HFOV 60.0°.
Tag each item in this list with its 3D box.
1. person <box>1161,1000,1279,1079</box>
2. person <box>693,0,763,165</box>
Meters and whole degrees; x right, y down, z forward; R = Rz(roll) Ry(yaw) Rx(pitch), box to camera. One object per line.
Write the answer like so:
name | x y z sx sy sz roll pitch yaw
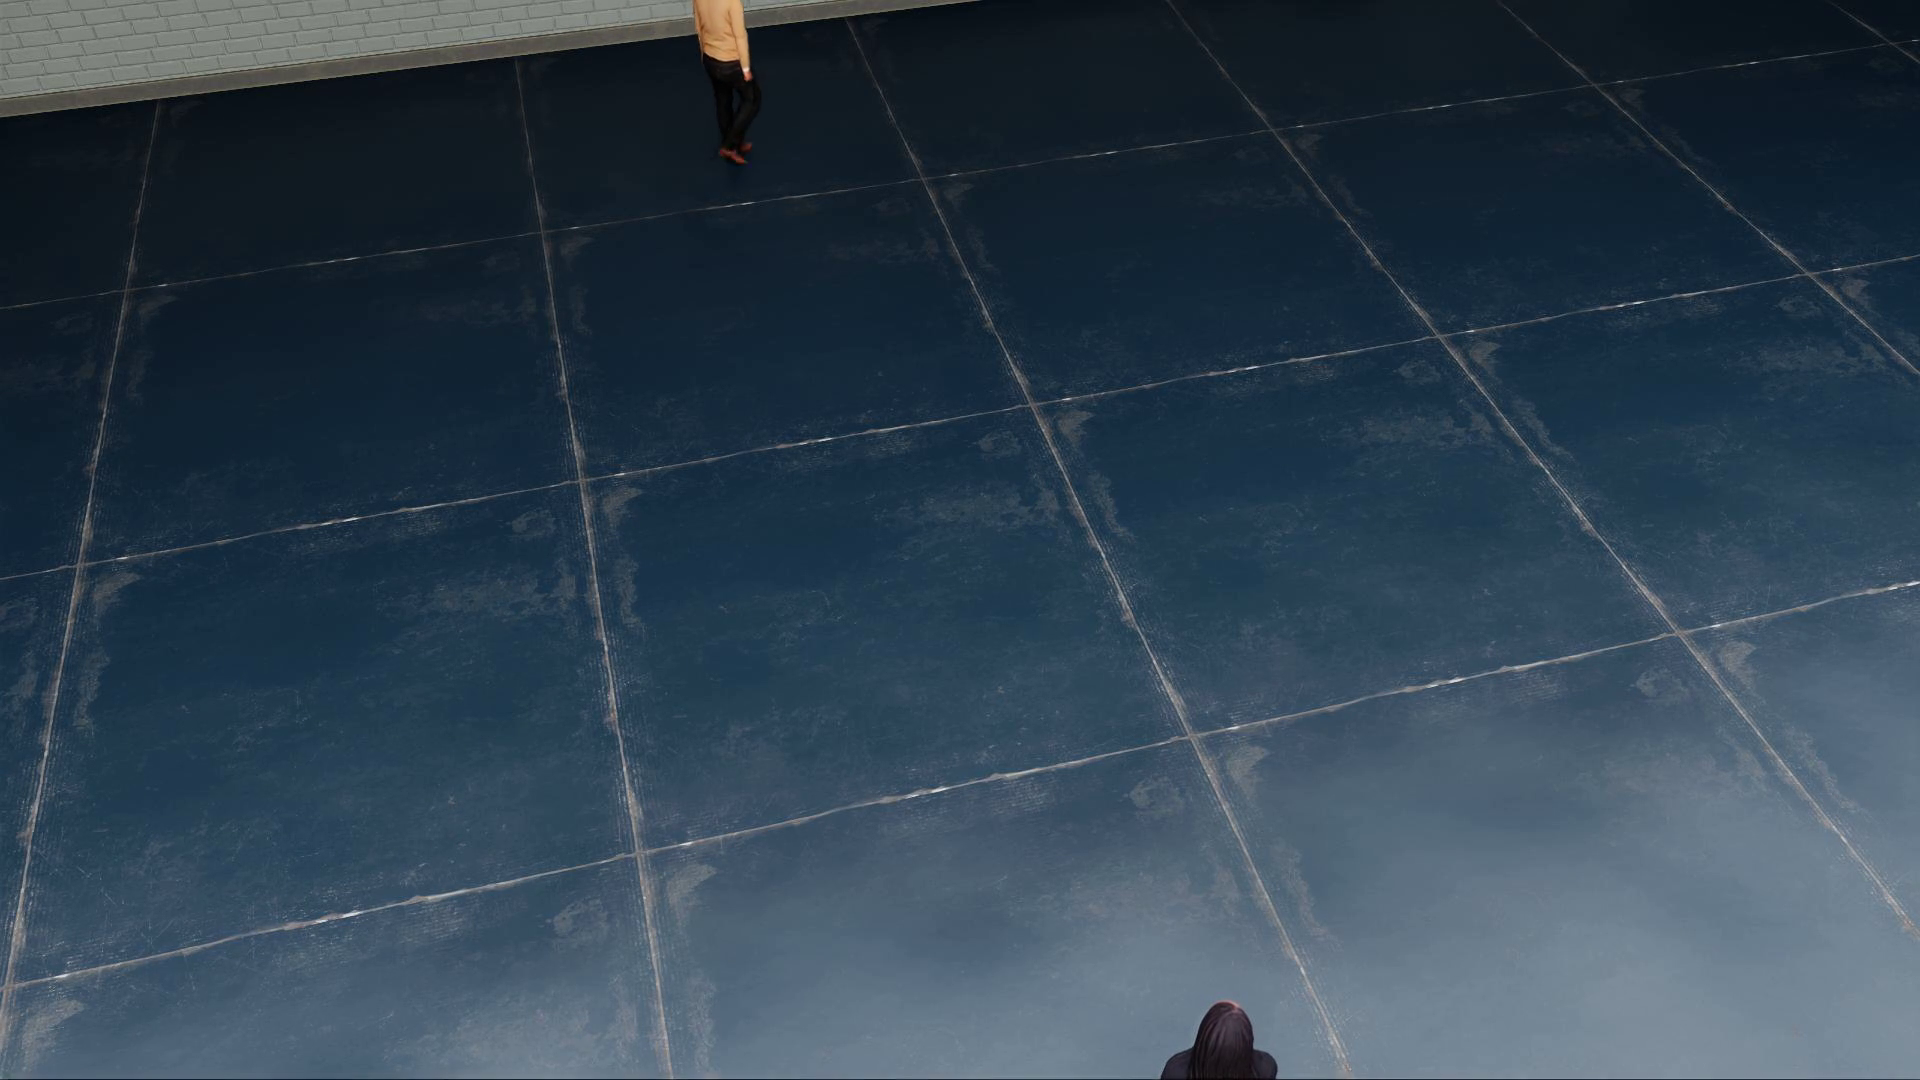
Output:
person | 0.956 2.310 6.446 0.627 1.729 0.623 -5 43 -6
person | -1.849 -3.669 12.834 0.858 1.749 0.919 26 49 25
